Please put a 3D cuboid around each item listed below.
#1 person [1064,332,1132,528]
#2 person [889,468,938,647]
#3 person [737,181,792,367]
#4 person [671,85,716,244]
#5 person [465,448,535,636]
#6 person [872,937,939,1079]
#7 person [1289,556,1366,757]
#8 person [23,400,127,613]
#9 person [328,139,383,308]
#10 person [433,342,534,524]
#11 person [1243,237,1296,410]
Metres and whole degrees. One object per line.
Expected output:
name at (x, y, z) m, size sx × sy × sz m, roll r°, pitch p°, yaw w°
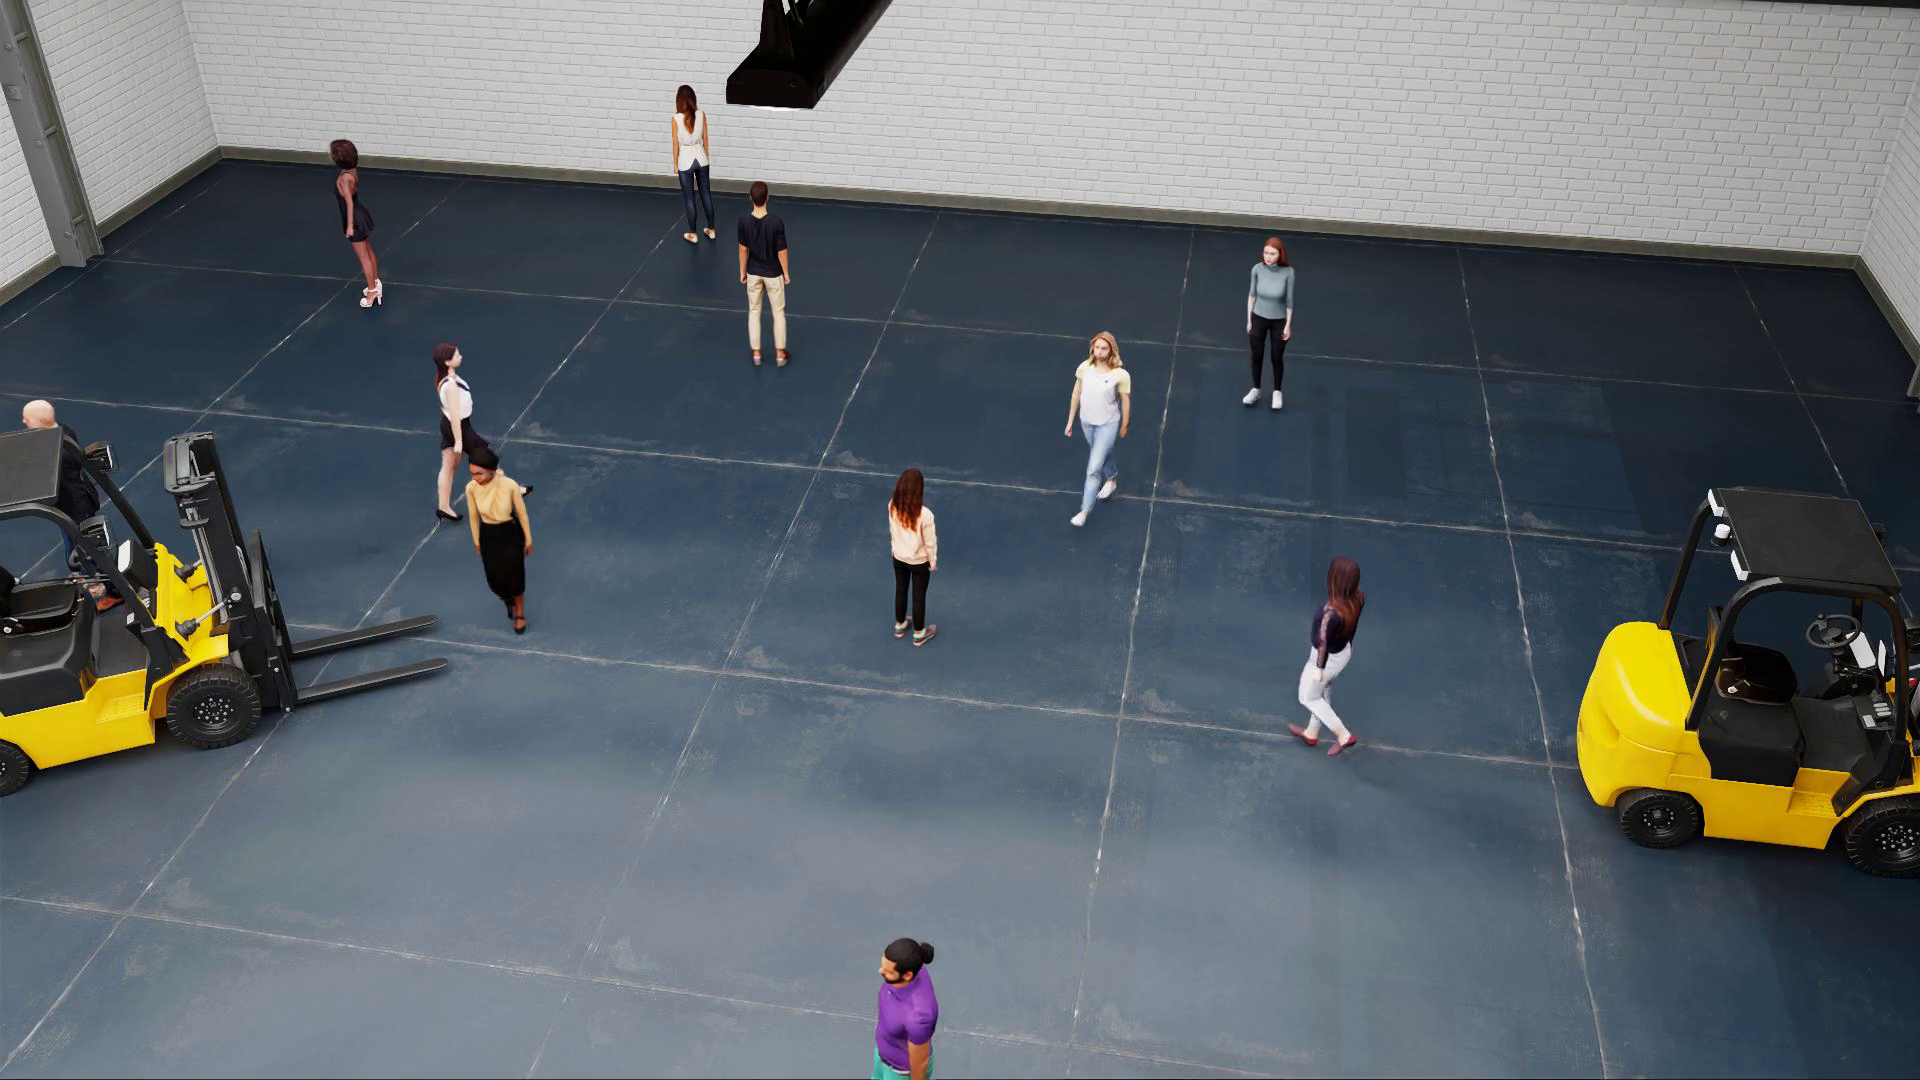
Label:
person at (1.204, -0.991, 13.940) m, size 0.929 × 1.661 × 1.248 m, roll 18°, pitch 38°, yaw 25°
person at (-0.367, 0.114, 12.437) m, size 0.625 × 1.484 × 0.621 m, roll 19°, pitch 38°, yaw 26°
person at (-1.896, -2.583, 16.163) m, size 0.647 × 1.851 × 0.568 m, roll 3°, pitch 34°, yaw 5°
person at (-2.991, -4.223, 18.692) m, size 0.659 × 1.782 × 0.705 m, roll -18°, pitch 38°, yaw -25°
person at (-3.425, -0.021, 12.499) m, size 0.688 × 1.640 × 0.732 m, roll -5°, pitch 34°, yaw -8°
person at (-0.186, 2.620, 8.425) m, size 0.934 × 1.752 × 0.977 m, roll -6°, pitch 34°, yaw -10°
person at (2.542, 0.826, 11.264) m, size 0.860 × 1.596 × 0.836 m, roll 25°, pitch 41°, yaw 33°
person at (-6.774, -0.287, 12.757) m, size 0.829 × 1.798 × 0.744 m, roll -18°, pitch 37°, yaw -25°
person at (-6.277, -3.305, 17.307) m, size 0.675 × 1.787 × 0.564 m, roll -4°, pitch 34°, yaw -7°
person at (-4.230, -0.849, 13.773) m, size 1.073 × 1.609 × 1.050 m, roll -18°, pitch 38°, yaw -25°
person at (2.875, -2.005, 15.405) m, size 0.640 × 1.728 × 0.661 m, roll 13°, pitch 36°, yaw 19°
